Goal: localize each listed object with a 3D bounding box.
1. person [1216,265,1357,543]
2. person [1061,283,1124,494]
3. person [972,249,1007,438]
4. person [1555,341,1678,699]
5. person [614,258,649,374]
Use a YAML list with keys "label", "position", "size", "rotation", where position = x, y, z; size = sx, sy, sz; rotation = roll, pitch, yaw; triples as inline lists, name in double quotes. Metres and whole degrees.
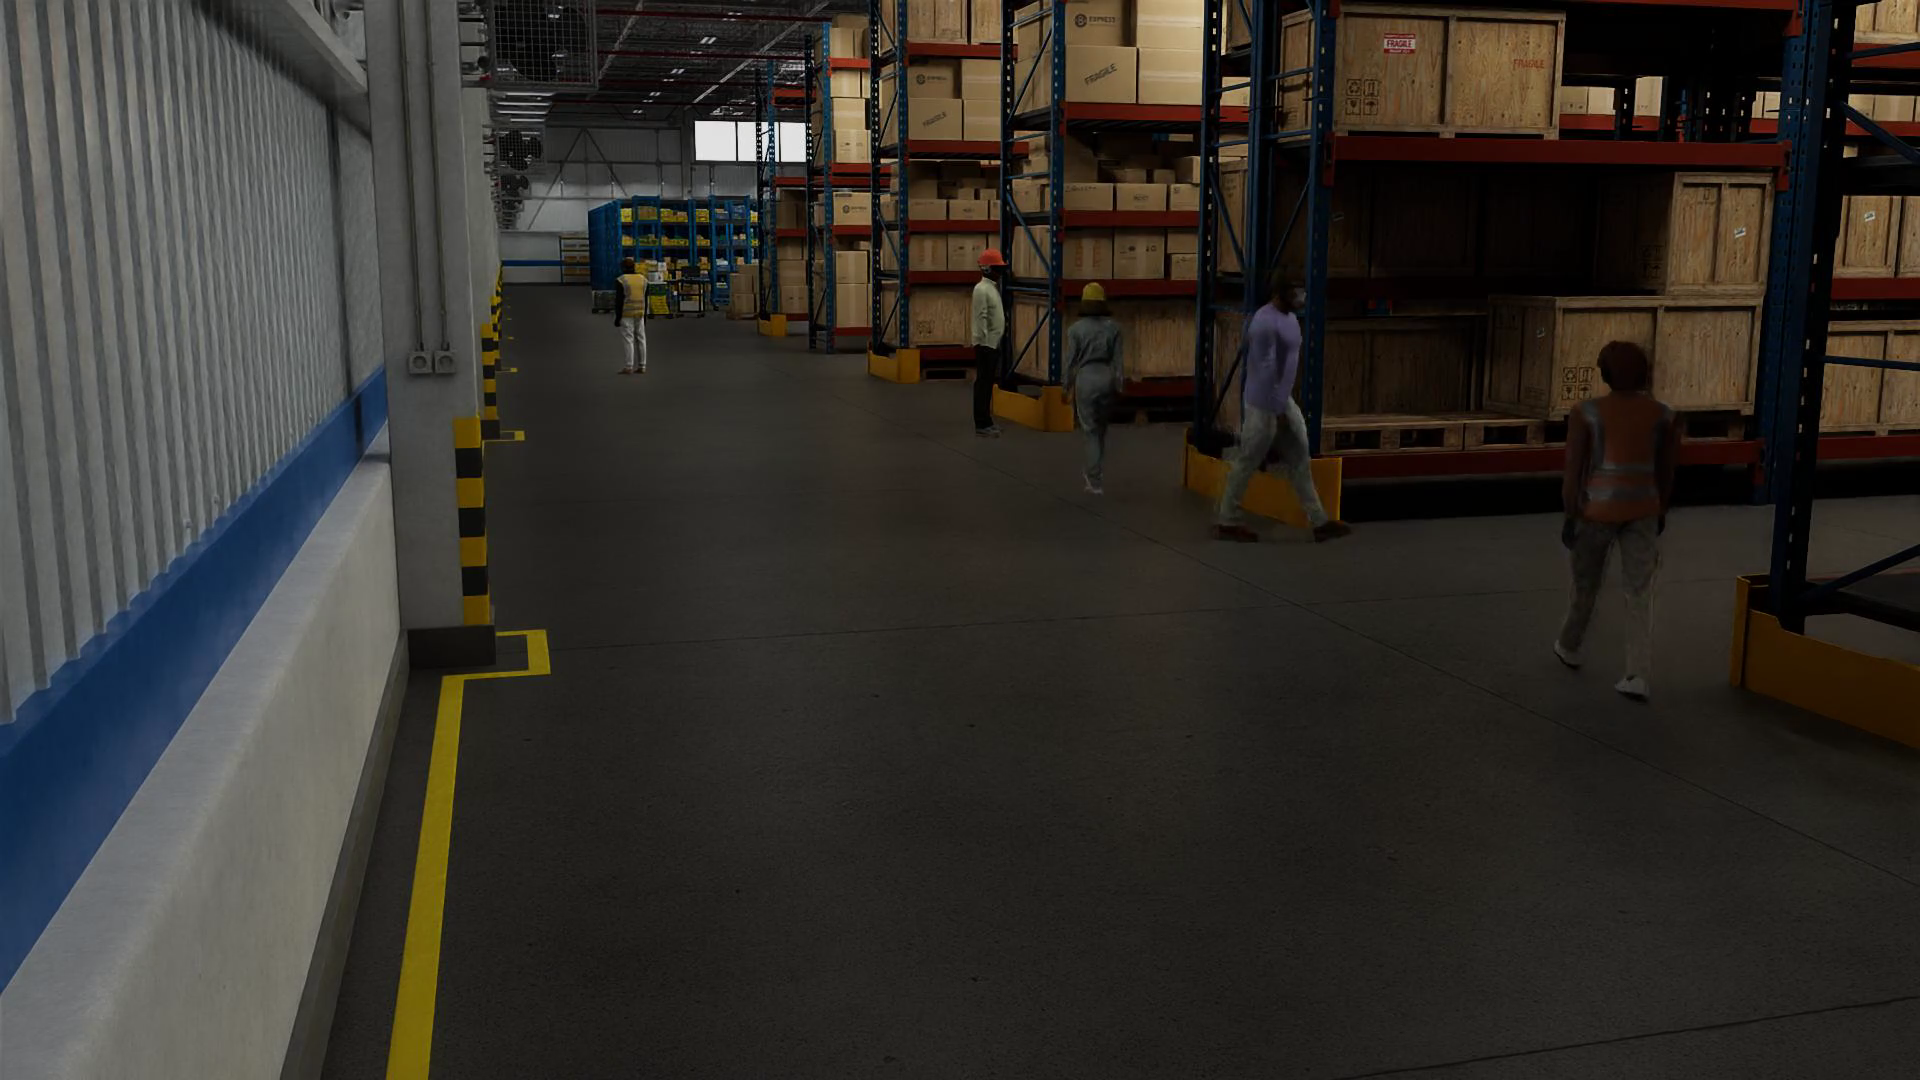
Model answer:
- label: "person"
  position: [2.208, -0.893, 11.225]
  size: [1.005, 1.889, 0.638]
  rotation: [6, 12, 32]
- label: "person"
  position: [1.065, -1.272, 13.852]
  size: [0.508, 1.709, 0.798]
  rotation: [-3, 11, -17]
- label: "person"
  position: [0.311, -2.094, 17.734]
  size: [0.378, 1.995, 0.609]
  rotation: [2, 10, 12]
- label: "person"
  position: [3.013, -0.113, 7.646]
  size: [0.537, 1.586, 0.856]
  rotation: [1, 10, 3]
- label: "person"
  position: [-5.231, -3.546, 26.393]
  size: [0.429, 1.844, 0.621]
  rotation: [9, 13, 40]
